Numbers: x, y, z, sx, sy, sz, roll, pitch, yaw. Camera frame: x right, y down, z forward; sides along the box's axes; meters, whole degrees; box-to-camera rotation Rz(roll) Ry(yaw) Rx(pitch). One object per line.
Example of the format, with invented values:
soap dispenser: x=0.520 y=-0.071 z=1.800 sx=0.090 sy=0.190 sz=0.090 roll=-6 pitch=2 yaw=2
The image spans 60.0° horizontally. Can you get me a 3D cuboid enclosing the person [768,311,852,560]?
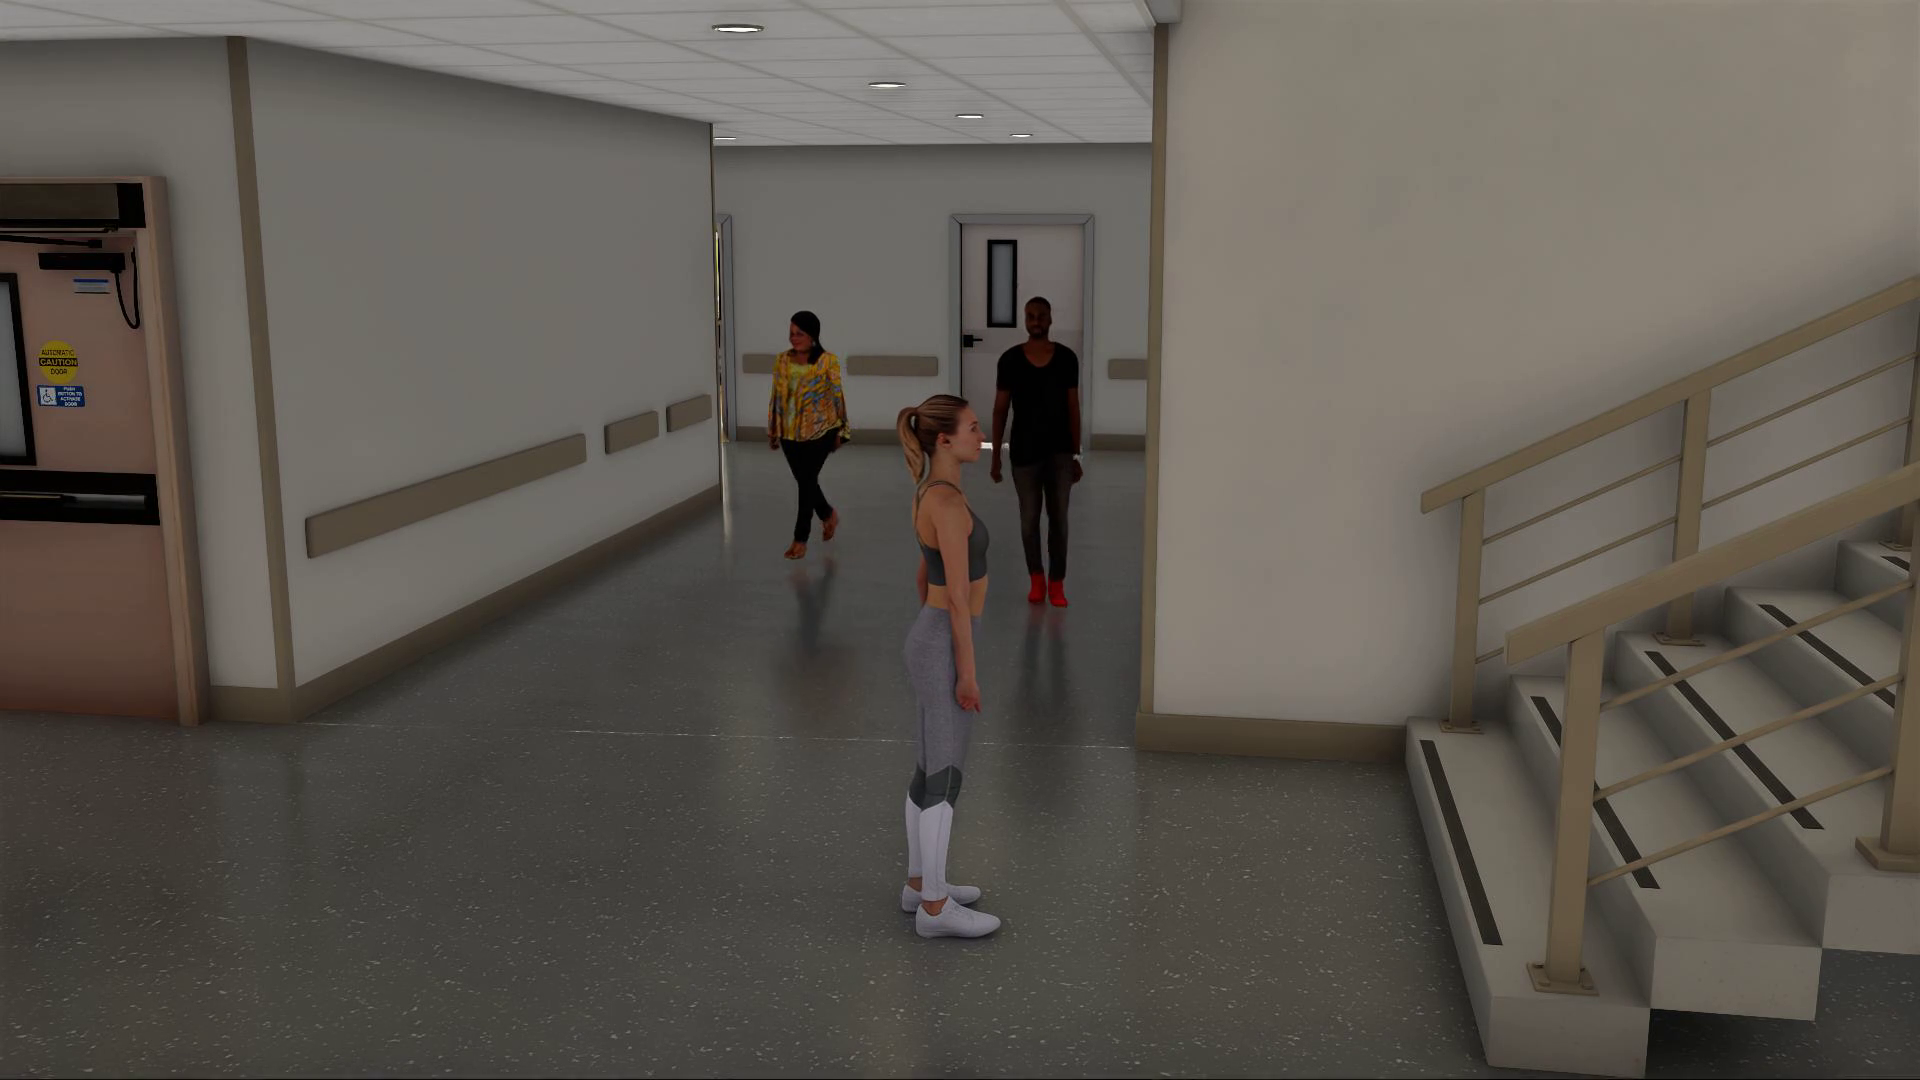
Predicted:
person: x=-0.987 y=-0.696 z=11.185 sx=1.077 sy=1.615 sz=0.904 roll=4 pitch=12 yaw=22

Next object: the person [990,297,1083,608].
person: x=0.473 y=-0.527 z=9.827 sx=0.809 sy=1.791 sz=0.815 roll=0 pitch=11 yaw=2

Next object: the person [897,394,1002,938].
person: x=-0.057 y=0.386 z=5.251 sx=0.627 sy=1.702 sz=0.639 roll=-2 pitch=11 yaw=-12
